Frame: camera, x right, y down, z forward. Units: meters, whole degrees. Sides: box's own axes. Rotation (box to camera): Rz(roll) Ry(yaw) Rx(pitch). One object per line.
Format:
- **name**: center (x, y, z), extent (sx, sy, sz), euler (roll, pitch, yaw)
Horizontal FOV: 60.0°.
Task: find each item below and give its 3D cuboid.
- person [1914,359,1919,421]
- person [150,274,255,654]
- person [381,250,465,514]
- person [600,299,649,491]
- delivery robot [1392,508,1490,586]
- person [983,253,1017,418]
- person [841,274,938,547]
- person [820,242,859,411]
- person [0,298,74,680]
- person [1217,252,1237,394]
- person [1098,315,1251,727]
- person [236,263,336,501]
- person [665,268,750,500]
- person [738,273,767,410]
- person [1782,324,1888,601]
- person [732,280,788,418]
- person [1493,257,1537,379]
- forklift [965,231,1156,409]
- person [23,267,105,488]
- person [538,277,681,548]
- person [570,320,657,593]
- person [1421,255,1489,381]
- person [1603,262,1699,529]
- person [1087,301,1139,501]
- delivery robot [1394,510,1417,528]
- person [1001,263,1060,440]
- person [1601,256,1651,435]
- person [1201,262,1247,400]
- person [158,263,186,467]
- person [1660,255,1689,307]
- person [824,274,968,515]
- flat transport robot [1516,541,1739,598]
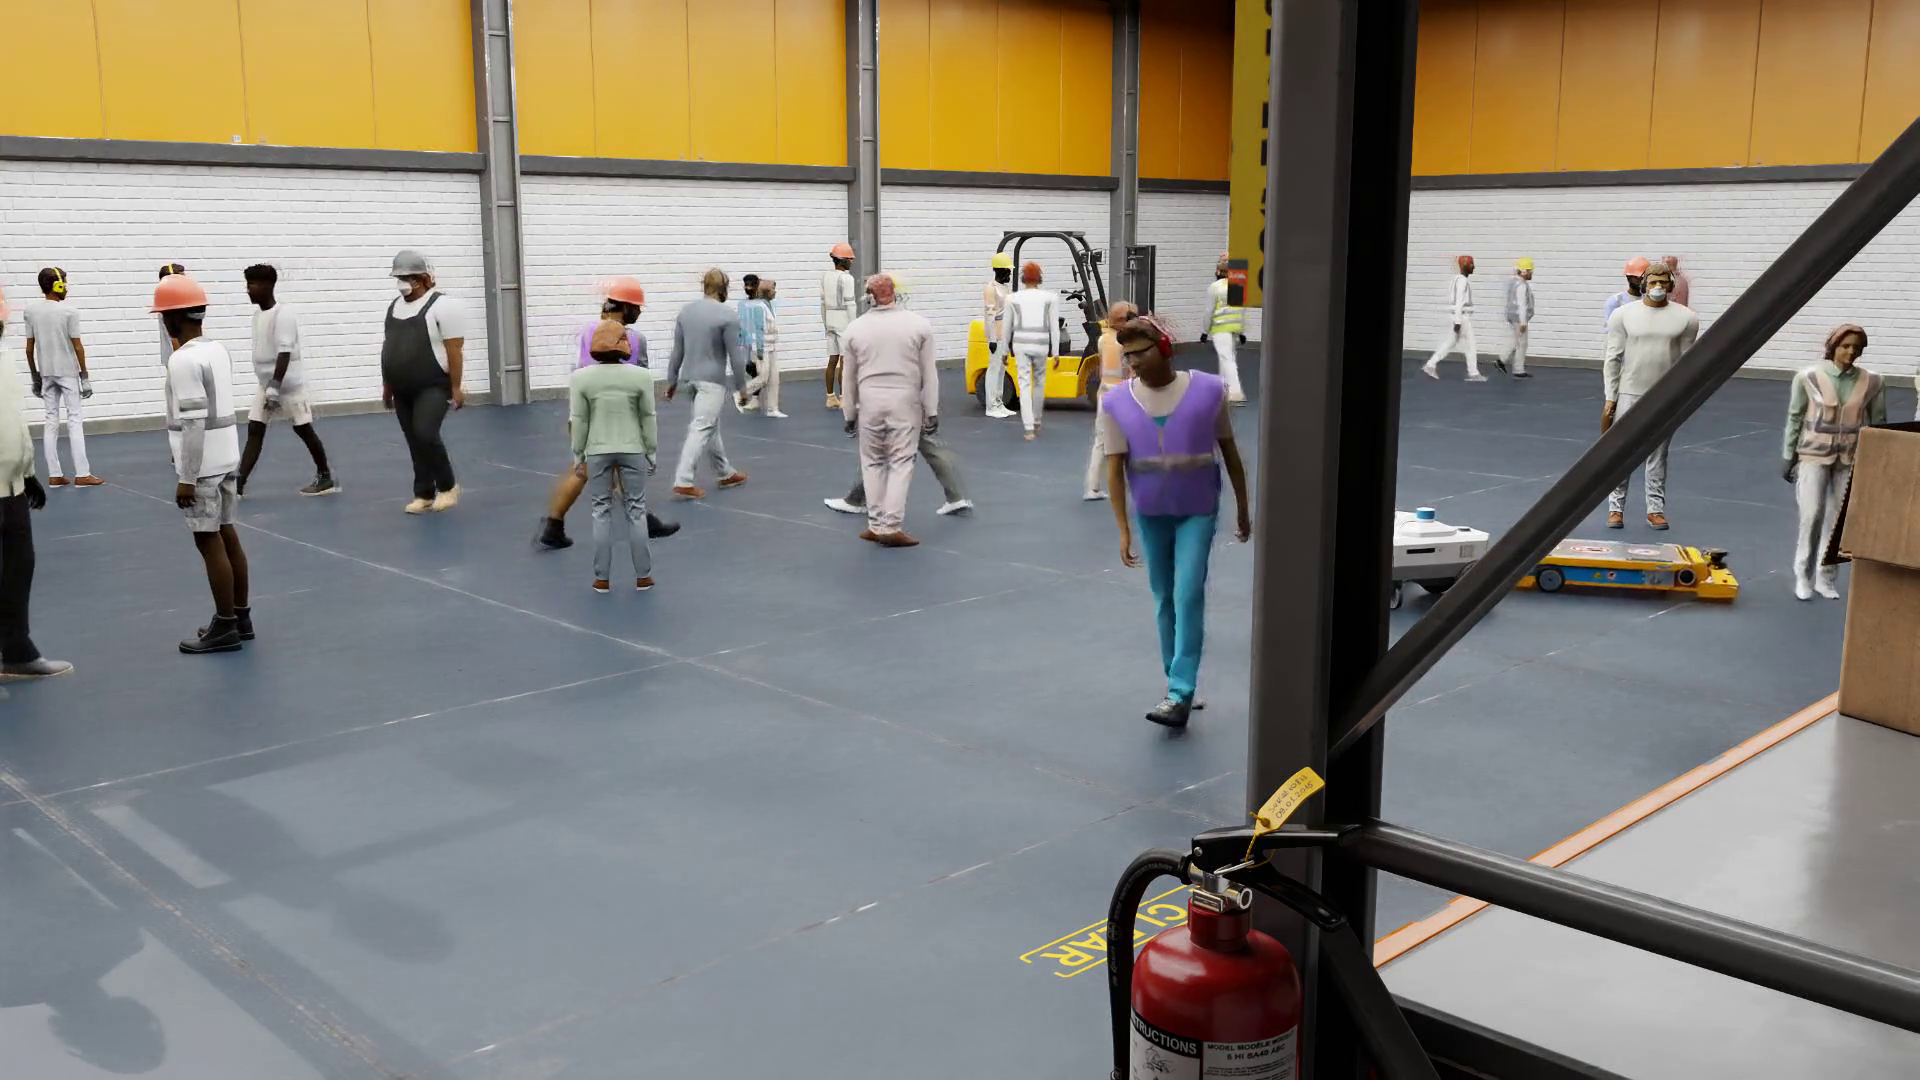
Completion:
- **person**: center (7.712, -1.128, 12.920), extent (0.593, 1.811, 0.727), euler (-5, 12, -25)
- **person**: center (-3.899, -0.383, 8.520), extent (0.373, 1.933, 0.550), euler (-1, 10, -4)
- **person**: center (-4.143, -1.201, 12.694), extent (0.713, 2.000, 0.537), euler (5, 11, 24)
- **person**: center (-2.813, -1.187, 13.727), extent (0.507, 1.632, 0.268), euler (2, 11, 11)
- **delivery robot**: center (2.686, 0.057, 9.633), extent (0.707, 0.478, 0.477), euler (-3, 11, -16)
- **person**: center (0.475, -2.405, 19.565), extent (0.366, 1.926, 0.592), euler (4, 11, 20)
- **person**: center (-0.491, -0.889, 11.484), extent (0.676, 1.875, 0.550), euler (1, 10, 5)
- **person**: center (-1.440, -2.606, 20.351), extent (0.390, 2.041, 0.614), euler (-9, 14, -40)
- **person**: center (-4.480, -0.242, 7.720), extent (0.401, 1.959, 0.683), euler (-1, 10, -4)
- **person**: center (3.534, -2.872, 22.168), extent (0.409, 1.907, 0.651), euler (-1, 10, -3)
- **person**: center (0.918, -0.079, 7.270), extent (0.645, 1.786, 0.811), euler (3, 11, 17)
- **person**: center (-5.552, -1.263, 13.396), extent (0.620, 1.899, 1.042), euler (9, 14, 40)
- **person**: center (-2.067, -1.281, 13.640), extent (0.661, 1.869, 1.047), euler (8, 13, 36)
- **person**: center (-2.487, -2.455, 20.548), extent (0.540, 1.678, 0.702), euler (8, 13, 36)
- **person**: center (5.090, -0.434, 9.669), extent (0.528, 1.620, 0.510), euler (2, 11, 10)
- **person**: center (-2.333, -2.224, 19.402), extent (0.551, 1.620, 0.529), euler (3, 11, 16)
- **person**: center (8.290, -3.292, 24.713), extent (0.472, 1.815, 0.611), euler (1, 10, 7)
- **forklift**: center (1.222, -2.721, 20.561), extent (2.313, 2.155, 1.214), euler (2, 11, 13)
- **person**: center (-7.621, -1.369, 14.096), extent (0.518, 1.865, 0.330), euler (1, 10, 5)
- **person**: center (-2.467, -0.867, 11.428), extent (1.071, 1.855, 0.552), euler (-8, 13, -36)
- **person**: center (-2.069, -0.499, 9.974), extent (0.503, 1.631, 0.282), euler (-2, 11, -11)
- **person**: center (7.299, -3.257, 24.443), extent (0.926, 1.852, 0.585), euler (2, 11, 12)
- **person**: center (5.008, -1.042, 12.106), extent (0.631, 1.940, 0.372), euler (2, 11, 11)
- **person**: center (1.353, -1.117, 13.438), extent (0.768, 1.602, 0.540), euler (-8, 13, -37)
- **delivery robot**: center (2.498, -0.038, 10.152), extent (0.477, 0.478, 0.707), euler (9, 14, 41)
- **person**: center (0.740, -2.007, 17.646), extent (0.606, 1.829, 0.969), euler (0, 10, -1)
- **person**: center (6.302, -1.685, 15.615), extent (0.550, 1.935, 0.375), euler (-3, 11, -18)
- **person**: center (3.481, -2.685, 21.497), extent (0.642, 1.805, 0.784), euler (-8, 13, -39)
- **person**: center (-7.193, -1.606, 15.357), extent (0.328, 1.876, 0.515), euler (-6, 12, -29)
- **person**: center (9.537, -2.933, 22.630), extent (0.674, 1.851, 0.980), euler (-9, 13, -39)
- **person**: center (-0.464, -1.083, 12.610), extent (1.115, 1.852, 0.604), euler (4, 11, 23)
- **flat transport robot**: center (3.928, 0.152, 10.143), extent (1.431, 0.197, 0.652), euler (3, 11, 17)
